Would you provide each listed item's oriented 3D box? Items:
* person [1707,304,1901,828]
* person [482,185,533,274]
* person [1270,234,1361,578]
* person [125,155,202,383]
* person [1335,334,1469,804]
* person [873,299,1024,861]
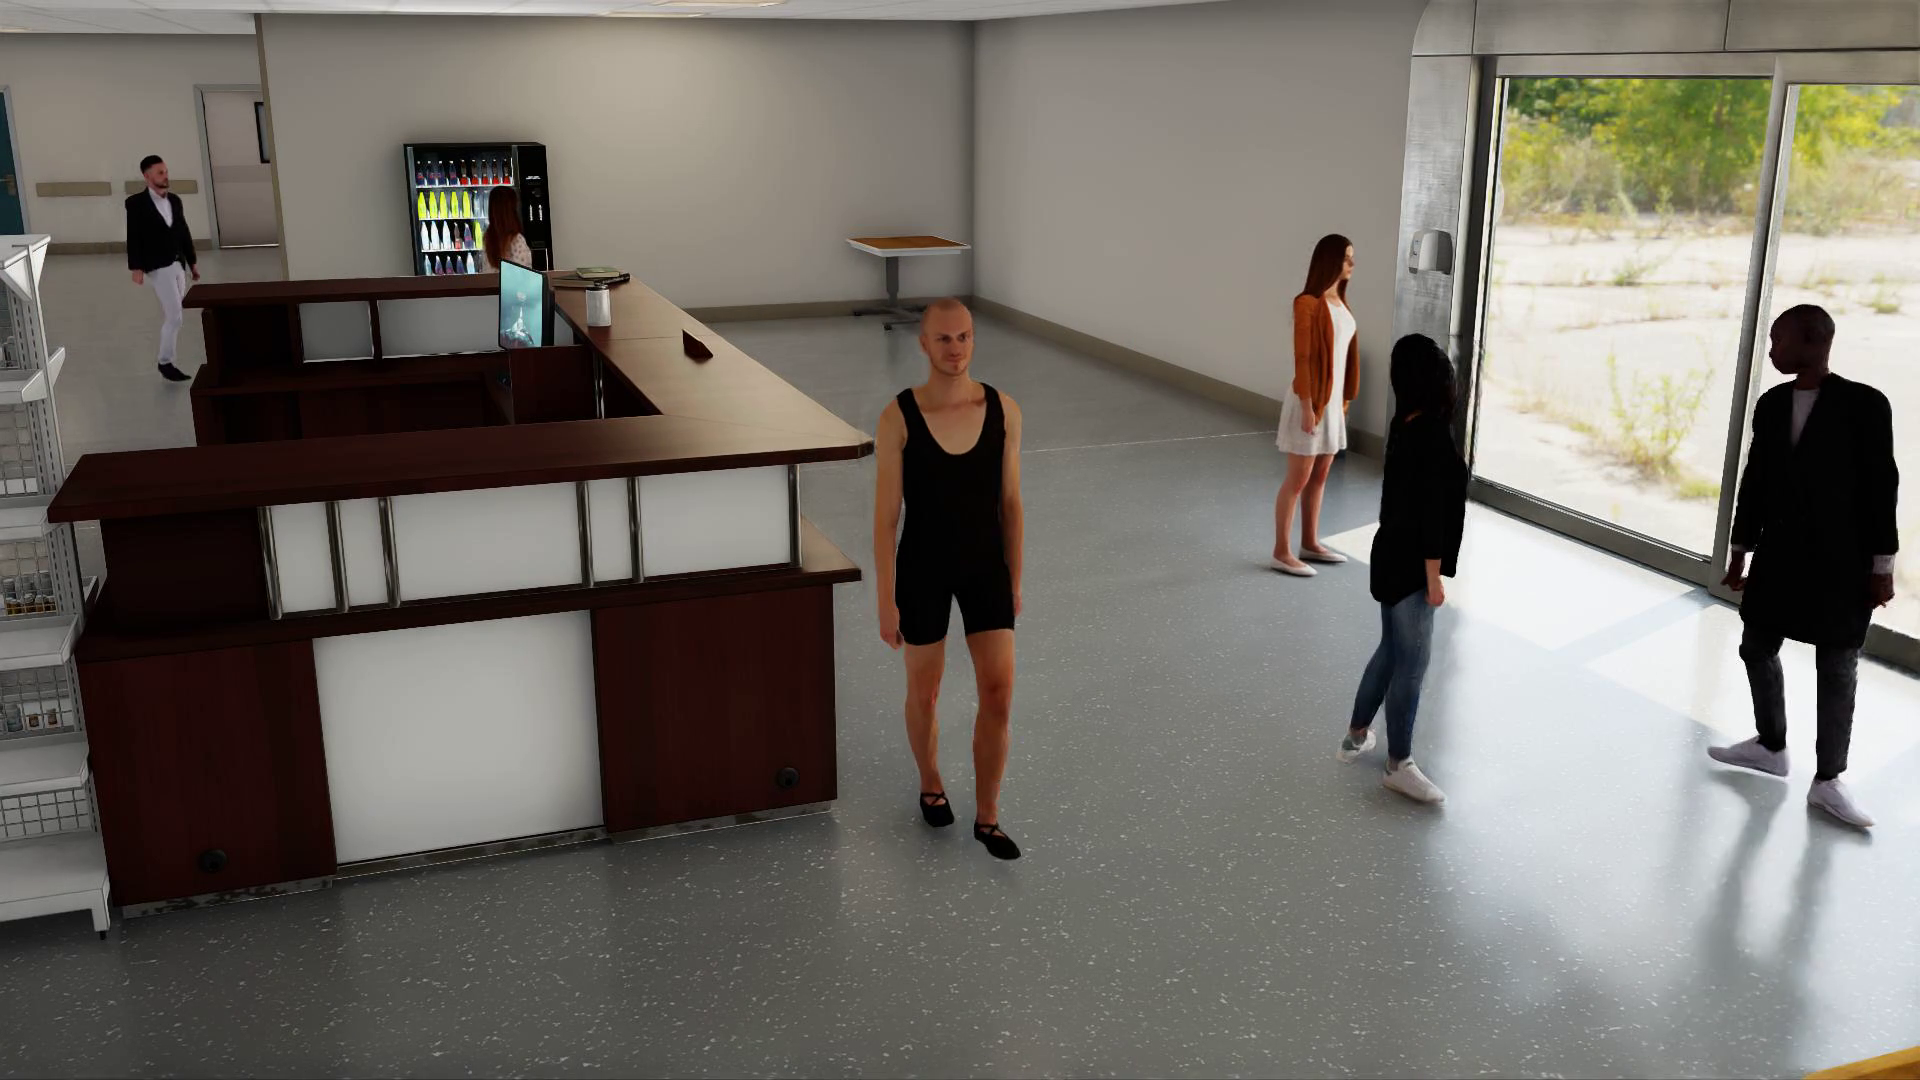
[{"bbox_3d":[2.984,0.084,5.659,0.687,1.734,0.878,-15,22,-43],"label":"person"},{"bbox_3d":[-3.163,-1.617,11.701,0.654,1.728,0.676,11,19,33],"label":"person"},{"bbox_3d":[1.794,-0.694,8.446,0.760,1.718,0.654,13,20,39],"label":"person"},{"bbox_3d":[-6.572,-2.208,13.609,0.838,1.831,0.786,6,17,21],"label":"person"},{"bbox_3d":[1.574,0.111,5.800,0.723,1.606,0.771,4,16,15],"label":"person"},{"bbox_3d":[-0.054,0.107,5.467,0.787,1.793,0.765,-4,16,-15],"label":"person"}]
